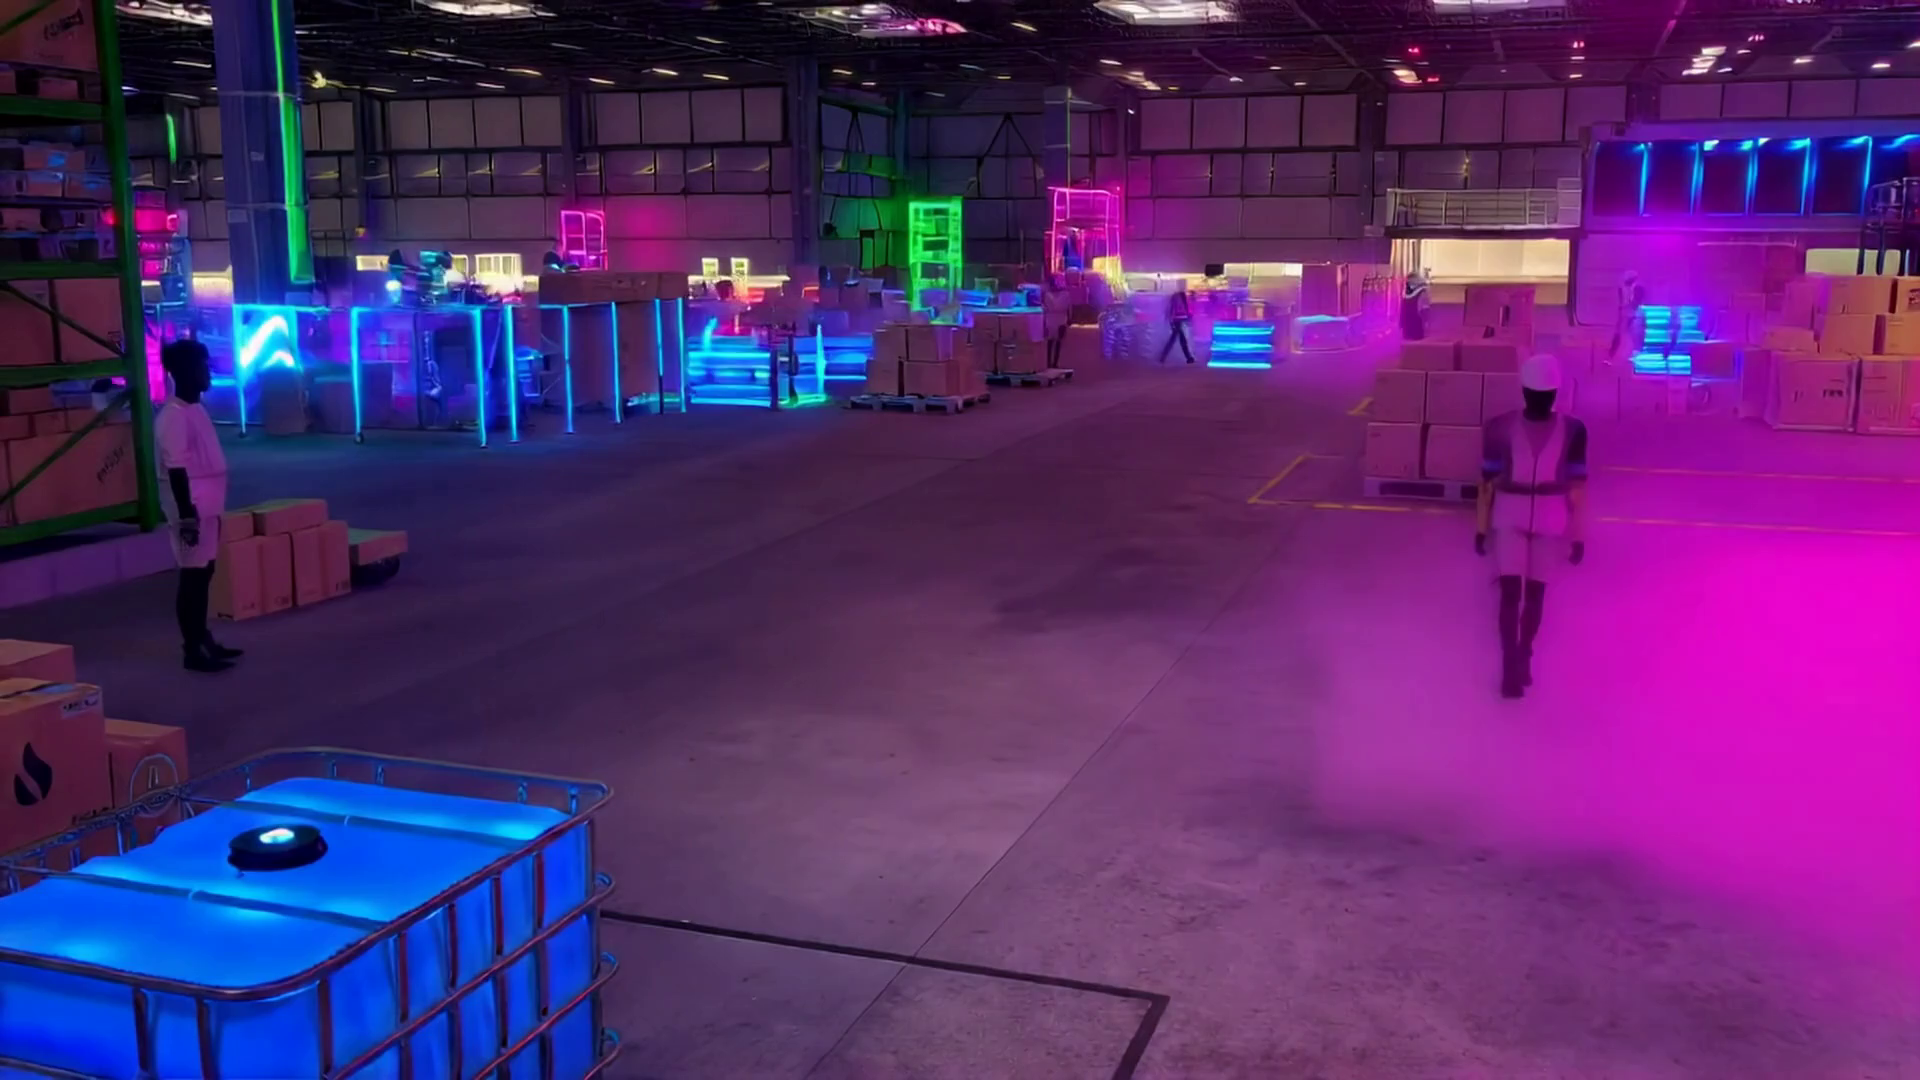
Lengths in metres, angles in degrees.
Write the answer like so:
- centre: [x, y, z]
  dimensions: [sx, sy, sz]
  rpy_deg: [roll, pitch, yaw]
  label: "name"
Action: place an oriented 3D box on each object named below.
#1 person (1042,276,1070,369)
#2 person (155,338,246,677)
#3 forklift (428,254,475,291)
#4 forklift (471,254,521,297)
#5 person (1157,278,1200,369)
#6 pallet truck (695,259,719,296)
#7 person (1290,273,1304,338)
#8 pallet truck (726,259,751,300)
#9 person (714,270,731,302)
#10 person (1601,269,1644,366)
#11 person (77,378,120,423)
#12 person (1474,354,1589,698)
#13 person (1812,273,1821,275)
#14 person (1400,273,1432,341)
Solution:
- centre: [1.896, -4.319, 33.157]
  dimensions: [0.570, 1.905, 0.721]
  rpy_deg: [-1, 10, -3]
  label: "person"
- centre: [-4.459, -0.191, 9.721]
  dimensions: [0.367, 1.966, 0.607]
  rpy_deg: [-2, 10, -13]
  label: "person"
- centre: [-20.133, -10.254, 65.465]
  dimensions: [1.157, 1.987, 2.680]
  rpy_deg: [3, 11, 19]
  label: "forklift"
- centre: [-17.990, -10.121, 64.684]
  dimensions: [1.157, 1.987, 2.680]
  rpy_deg: [3, 11, 17]
  label: "forklift"
- centre: [4.423, -4.395, 33.780]
  dimensions: [0.977, 1.844, 0.593]
  rpy_deg: [5, 11, 27]
  label: "person"
- centre: [-9.165, -9.627, 62.776]
  dimensions: [0.823, 1.965, 1.885]
  rpy_deg: [4, 11, 23]
  label: "pallet truck"
- centre: [9.058, -6.296, 44.691]
  dimensions: [0.327, 1.761, 0.522]
  rpy_deg: [5, 11, 27]
  label: "person"
- centre: [-7.986, -9.493, 62.019]
  dimensions: [0.823, 1.965, 1.885]
  rpy_deg: [3, 11, 17]
  label: "pallet truck"
- centre: [-6.454, -6.441, 45.349]
  dimensions: [0.527, 1.823, 0.972]
  rpy_deg: [1, 10, 5]
  label: "person"
- centre: [13.750, -4.589, 34.400]
  dimensions: [1.004, 1.995, 0.615]
  rpy_deg: [-6, 12, -32]
  label: "person"
- centre: [-11.207, -2.134, 21.473]
  dimensions: [0.553, 1.662, 0.743]
  rpy_deg: [4, 11, 20]
  label: "person"
- centre: [3.159, -0.062, 9.177]
  dimensions: [0.572, 1.896, 0.916]
  rpy_deg: [2, 10, 12]
  label: "person"
- centre: [19.031, -5.040, 37.239]
  dimensions: [0.588, 1.896, 0.902]
  rpy_deg: [-4, 11, -21]
  label: "person"
- centre: [8.367, -3.936, 30.602]
  dimensions: [0.544, 2.000, 0.712]
  rpy_deg: [-2, 10, -10]
  label: "person"
